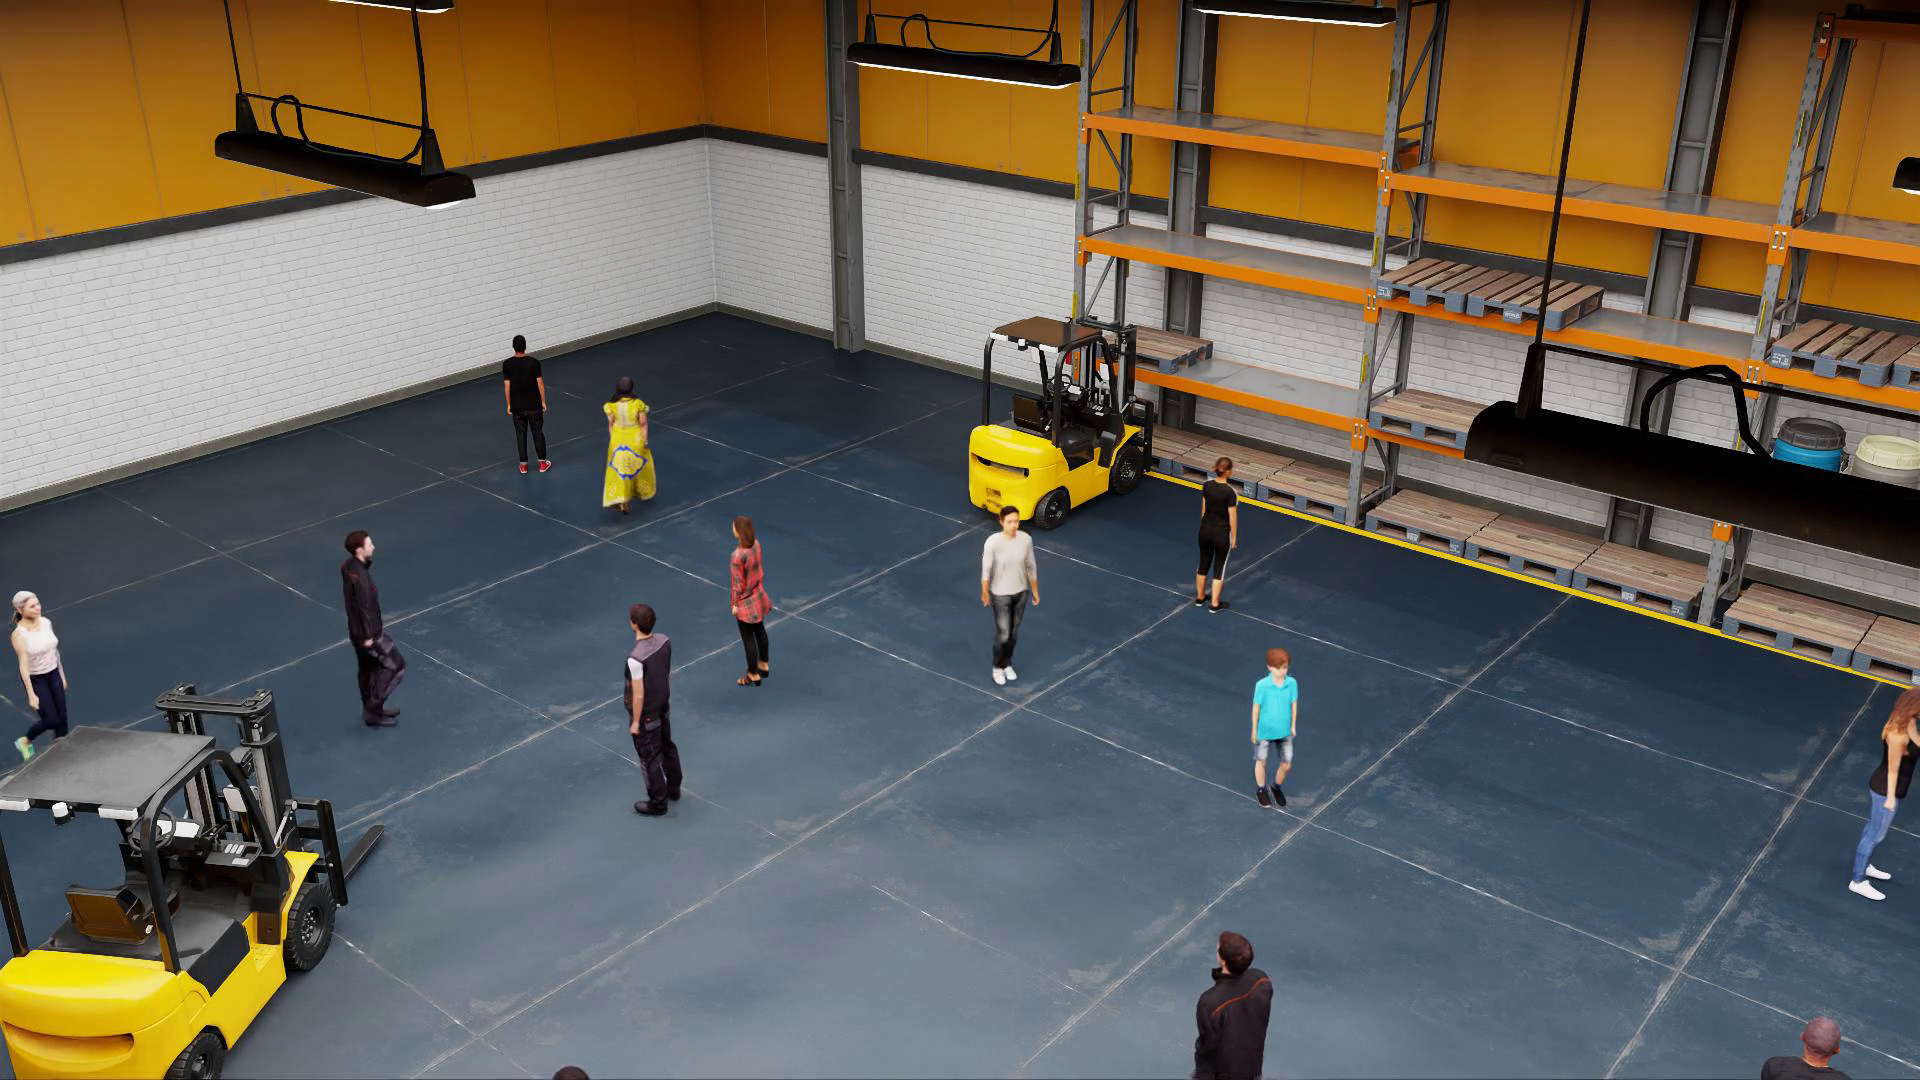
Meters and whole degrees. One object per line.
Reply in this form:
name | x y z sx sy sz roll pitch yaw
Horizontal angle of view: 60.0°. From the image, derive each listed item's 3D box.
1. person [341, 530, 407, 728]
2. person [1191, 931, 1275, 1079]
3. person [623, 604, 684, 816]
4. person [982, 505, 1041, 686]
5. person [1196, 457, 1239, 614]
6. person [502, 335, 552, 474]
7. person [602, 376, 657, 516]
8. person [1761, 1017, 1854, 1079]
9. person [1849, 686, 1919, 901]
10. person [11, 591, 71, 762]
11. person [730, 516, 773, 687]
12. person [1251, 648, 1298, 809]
person | -5.321 0.822 14.735 0.810 1.901 0.692 -17 29 -34
person | 1.624 3.114 9.614 0.941 1.802 1.167 -14 27 -28
person | -2.514 1.367 13.553 0.685 1.848 0.729 10 25 21
person | 0.425 0.461 15.688 0.778 1.799 0.790 -11 26 -23
person | 2.622 -0.067 17.057 0.476 1.668 0.654 22 32 40
person | -5.395 -1.693 20.666 0.709 1.757 0.753 -4 24 -8
person | -3.890 -1.076 19.418 1.311 1.626 1.369 -2 24 -5
person | 4.468 3.414 8.969 1.175 1.768 0.783 16 28 33
person | 7.018 1.869 12.563 0.532 1.722 0.607 16 28 33
person | -7.852 1.212 14.100 0.948 1.695 0.839 4 24 9
person | -1.977 0.562 15.578 0.650 1.701 0.678 10 25 21
person | 2.569 1.511 13.728 0.626 1.444 0.684 -3 24 -6
